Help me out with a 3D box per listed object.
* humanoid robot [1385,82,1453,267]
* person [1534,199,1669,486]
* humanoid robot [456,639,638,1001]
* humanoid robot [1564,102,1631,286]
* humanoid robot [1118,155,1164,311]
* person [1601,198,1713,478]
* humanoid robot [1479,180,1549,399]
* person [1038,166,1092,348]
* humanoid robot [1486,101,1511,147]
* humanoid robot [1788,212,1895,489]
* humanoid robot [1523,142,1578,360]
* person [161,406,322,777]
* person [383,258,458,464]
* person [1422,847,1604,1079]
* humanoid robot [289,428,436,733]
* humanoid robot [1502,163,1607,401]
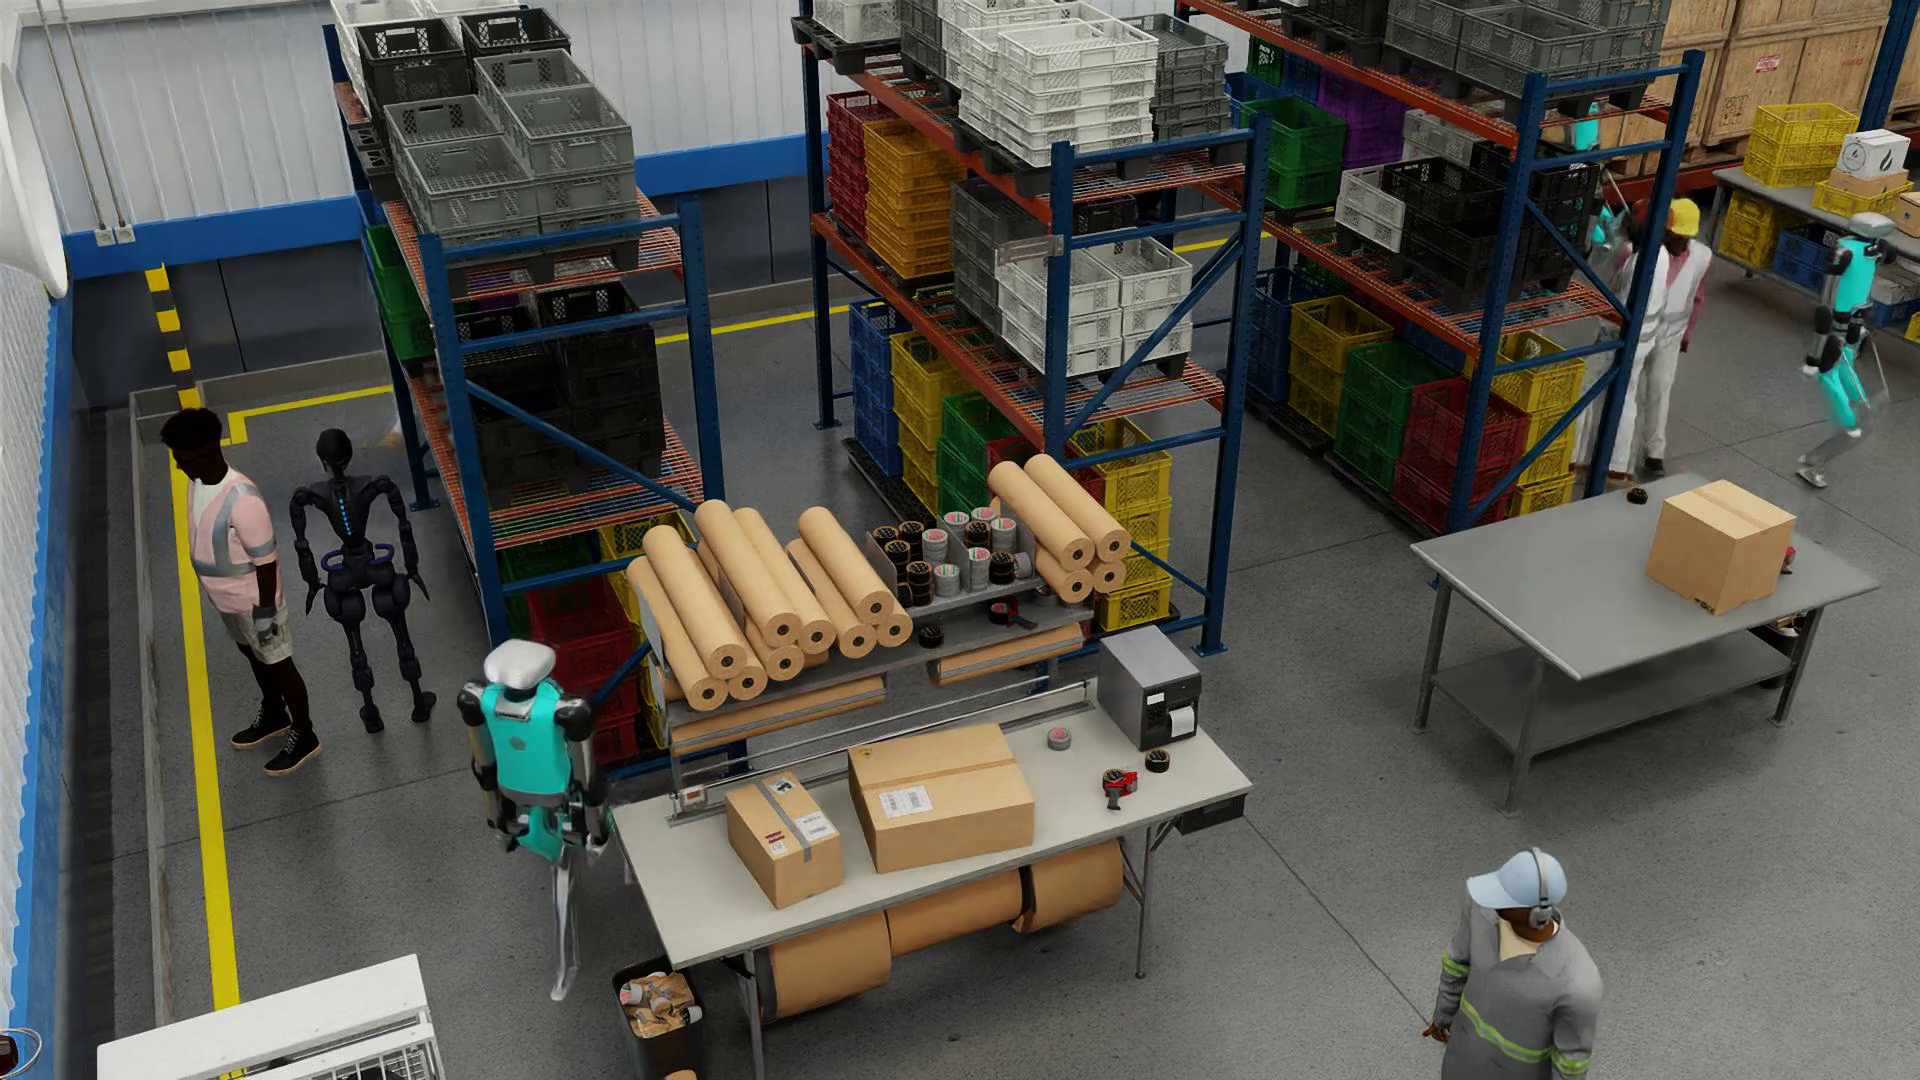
[{"bbox_3d":[3.825,-2.836,13.282,0.702,1.663,0.601,7,32,10],"label":"humanoid robot"},{"bbox_3d":[4.088,-1.259,10.496,0.726,1.857,0.572,24,39,34],"label":"person"},{"bbox_3d":[-1.606,0.996,6.975,0.547,1.775,0.933,6,32,9],"label":"humanoid robot"},{"bbox_3d":[5.016,-2.725,13.029,0.801,1.801,0.548,22,38,32],"label":"humanoid robot"},{"bbox_3d":[1.378,-2.227,12.242,0.309,1.650,0.612,-19,36,-28],"label":"humanoid robot"},{"bbox_3d":[4.407,-1.288,10.602,0.606,1.790,0.889,6,32,10],"label":"person"},{"bbox_3d":[3.778,-1.709,11.408,0.589,1.639,0.322,0,32,-1],"label":"humanoid robot"},{"bbox_3d":[0.737,-2.305,12.021,0.365,2.048,0.606,16,35,24],"label":"person"},{"bbox_3d":[3.825,-2.490,12.579,0.538,1.760,0.683,-24,39,-33],"label":"humanoid robot"},{"bbox_3d":[5.620,-1.128,10.392,0.588,1.771,0.667,-24,39,-33],"label":"humanoid robot"},{"bbox_3d":[4.191,-2.076,11.994,0.329,1.647,0.597,8,33,13],"label":"humanoid robot"},{"bbox_3d":[-3.440,0.241,7.964,0.602,1.962,0.368,26,40,36],"label":"person"},{"bbox_3d":[-3.362,-1.229,10.492,0.558,1.819,0.642,-19,37,-28],"label":"person"},{"bbox_3d":[1.792,1.755,5.610,0.395,1.850,0.597,-15,35,-23],"label":"person"},{"bbox_3d":[-2.980,0.202,8.285,0.599,1.657,0.315,-9,33,-14],"label":"humanoid robot"},{"bbox_3d":[4.011,-1.856,11.537,0.550,1.748,0.697,2,32,3],"label":"humanoid robot"}]
